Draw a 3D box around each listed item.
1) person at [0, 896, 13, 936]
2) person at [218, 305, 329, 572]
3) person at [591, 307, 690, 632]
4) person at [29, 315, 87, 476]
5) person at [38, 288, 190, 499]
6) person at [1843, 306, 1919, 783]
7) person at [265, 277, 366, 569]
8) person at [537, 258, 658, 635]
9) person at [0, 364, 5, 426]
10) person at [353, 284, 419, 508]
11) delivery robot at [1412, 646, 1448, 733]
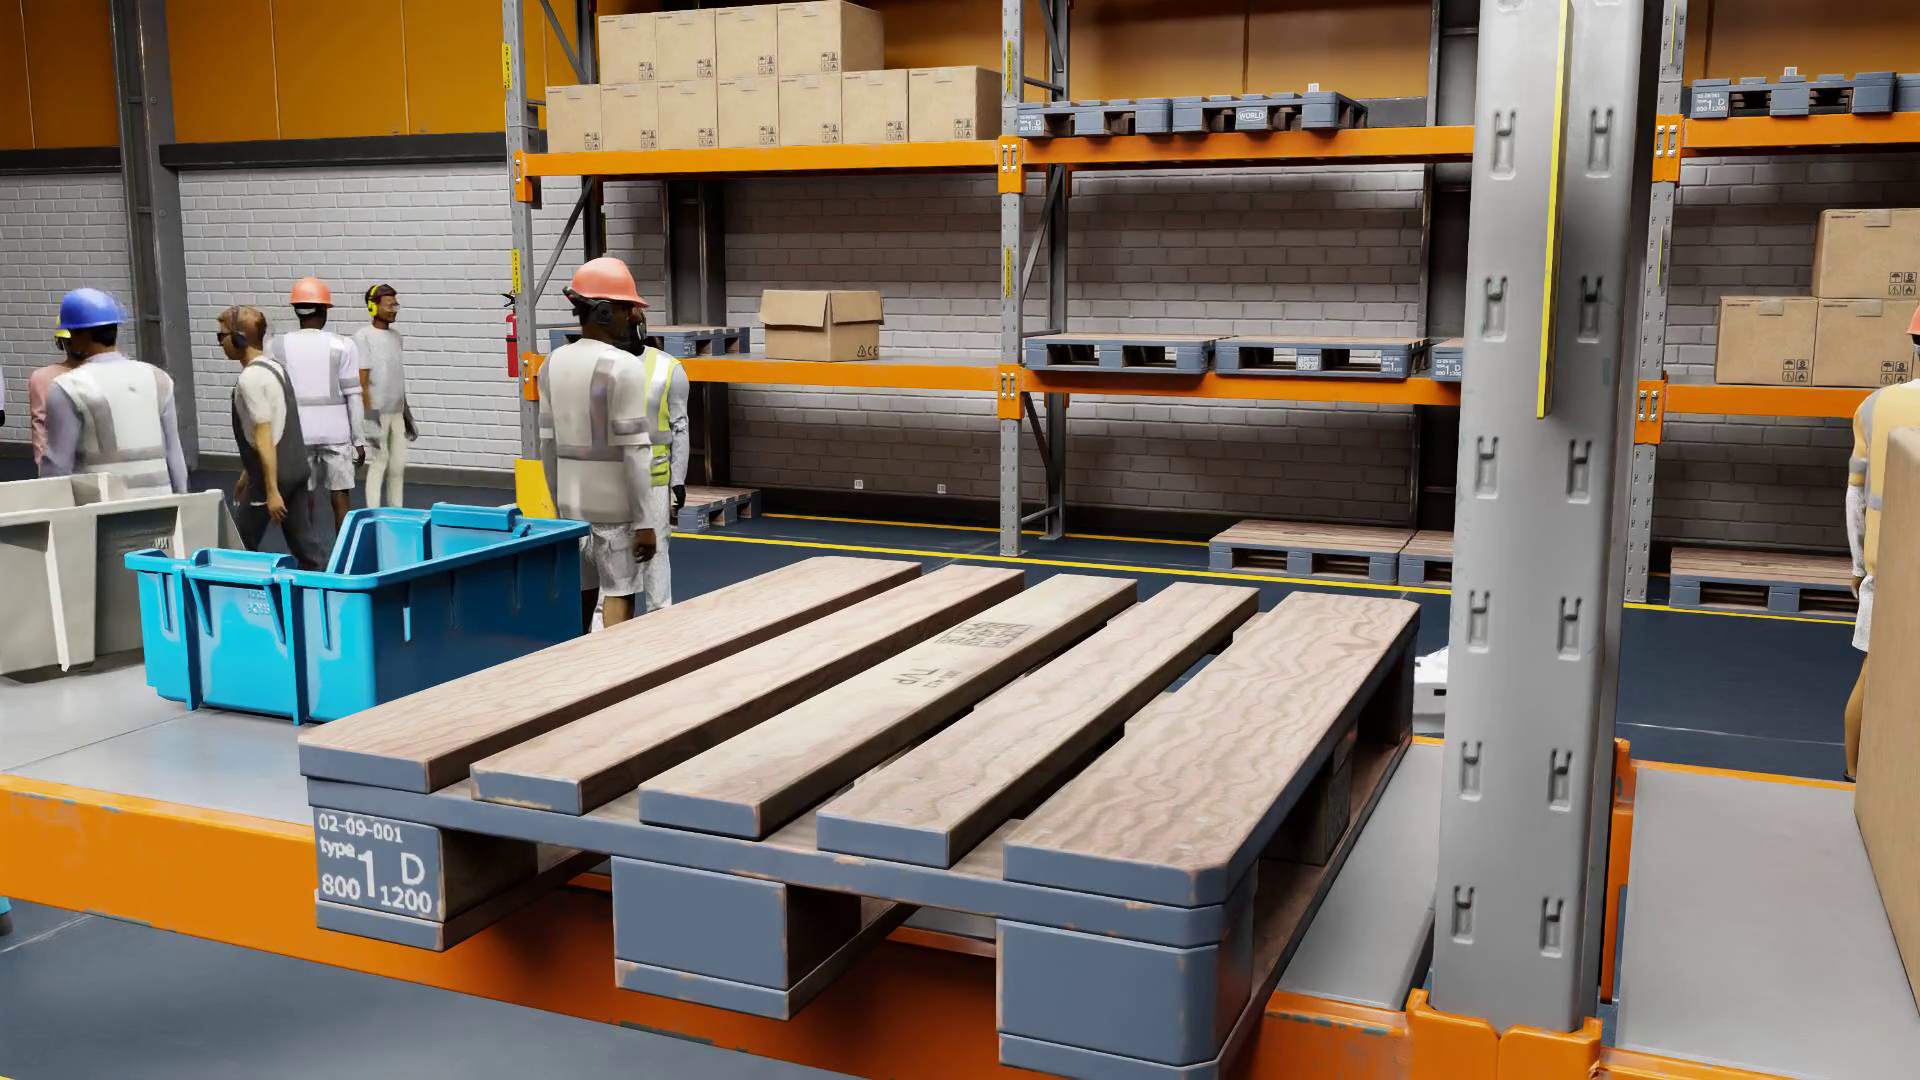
[{"bbox_3d":[-2.943,0.318,4.750,0.383,1.845,0.570,-2,10,-12],"label":"person"},{"bbox_3d":[-3.633,-0.284,8.487,0.960,1.795,0.530,-1,9,-3],"label":"person"},{"bbox_3d":[-1.703,-0.314,8.547,0.621,1.845,0.429,0,9,2],"label":"person"},{"bbox_3d":[-4.987,-0.434,9.495,0.325,1.767,0.533,9,13,44],"label":"person"},{"bbox_3d":[-3.836,-0.160,7.431,1.018,1.895,0.629,4,10,20],"label":"person"},{"bbox_3d":[3.380,0.093,5.826,0.366,1.935,0.552,-3,10,-18],"label":"person"},{"bbox_3d":[-3.930,-0.635,10.191,0.551,1.932,0.376,-2,10,-11],"label":"person"},{"bbox_3d":[-1.463,-0.131,6.864,0.609,2.040,0.394,8,12,39],"label":"person"},{"bbox_3d":[-7.661,-1.010,12.737,0.631,1.835,0.428,-4,10,-25],"label":"person"},{"bbox_3d":[-4.159,-0.915,12.083,0.316,1.865,0.550,3,10,19],"label":"person"},{"bbox_3d":[2.057,0.596,6.666,0.707,0.478,0.477,0,10,-2],"label":"delivery robot"}]
